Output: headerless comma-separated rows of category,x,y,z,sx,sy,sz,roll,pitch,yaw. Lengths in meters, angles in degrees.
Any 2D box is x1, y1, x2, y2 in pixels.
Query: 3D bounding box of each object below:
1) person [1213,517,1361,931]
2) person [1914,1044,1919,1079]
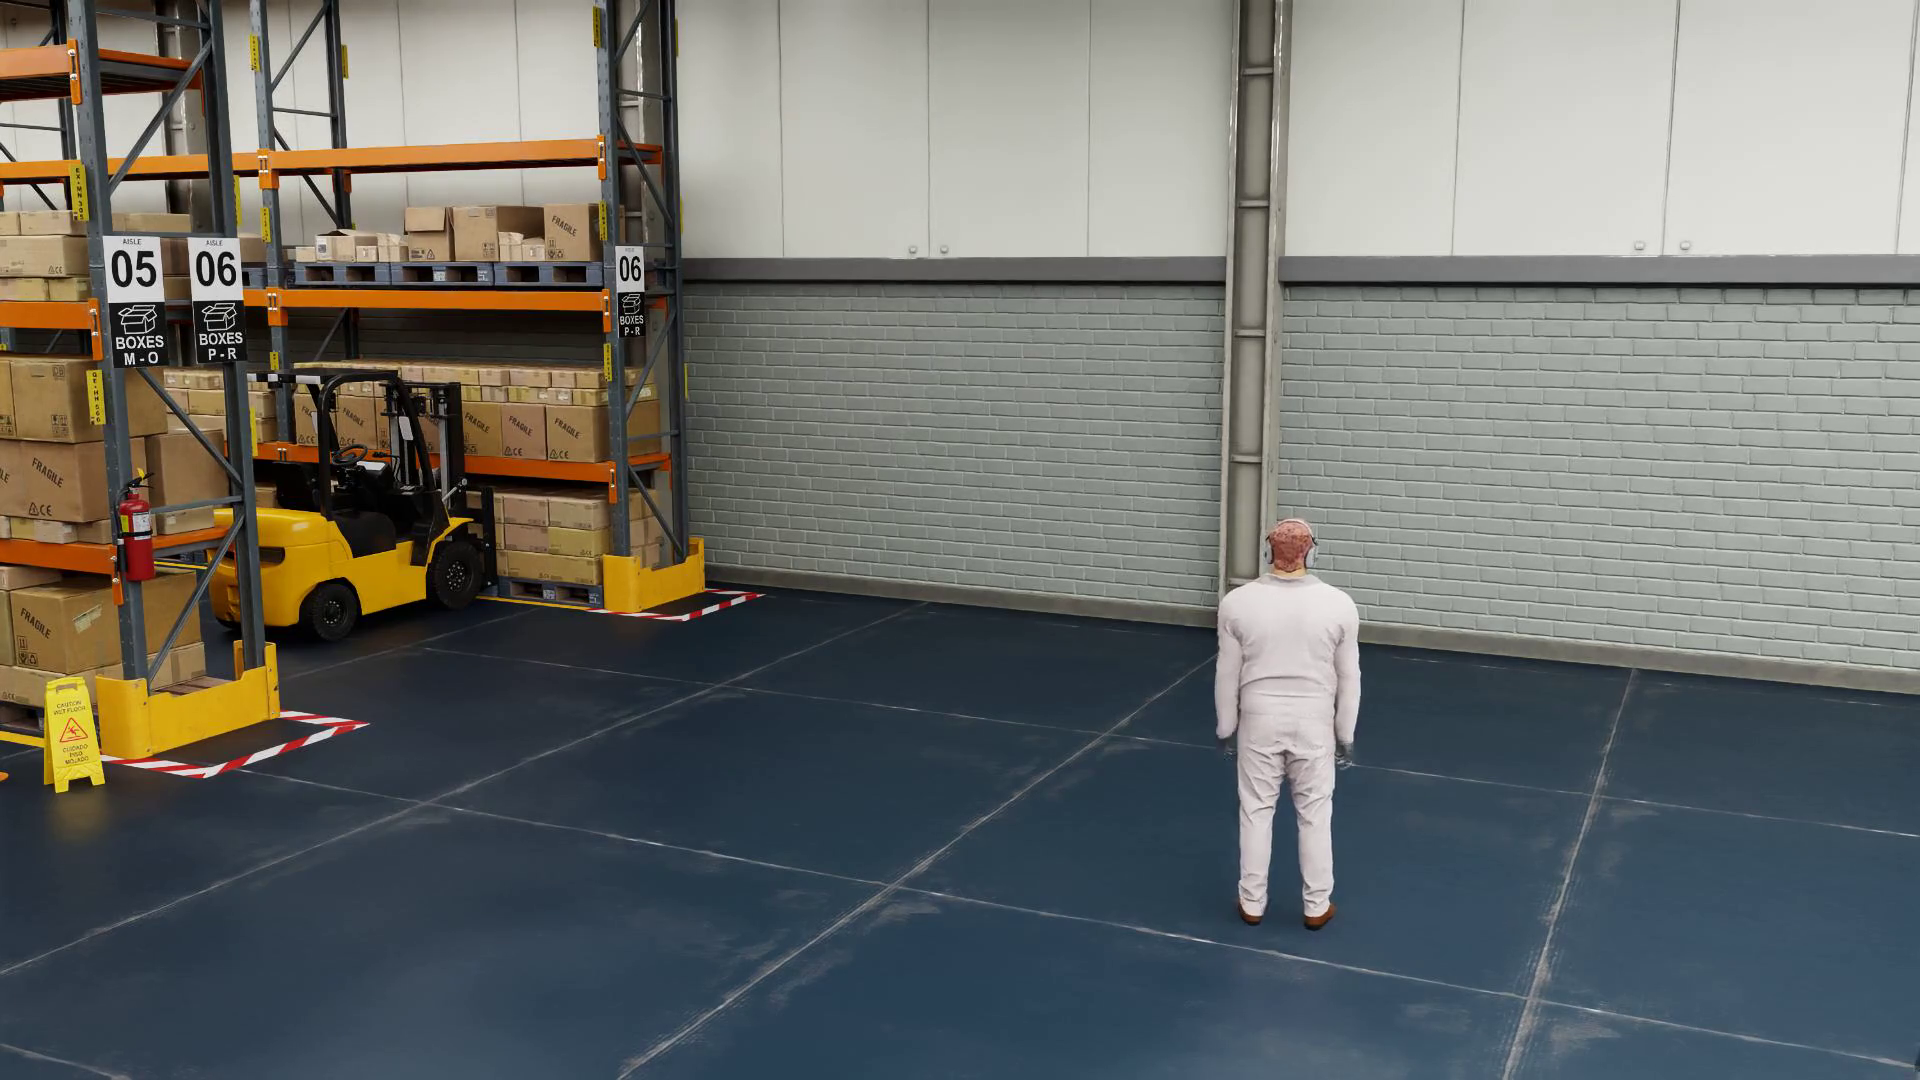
person,1.493,0.847,7.667,0.681,1.906,0.398,2,9,11
person,2.597,1.409,4.298,0.775,1.881,0.668,6,11,33
